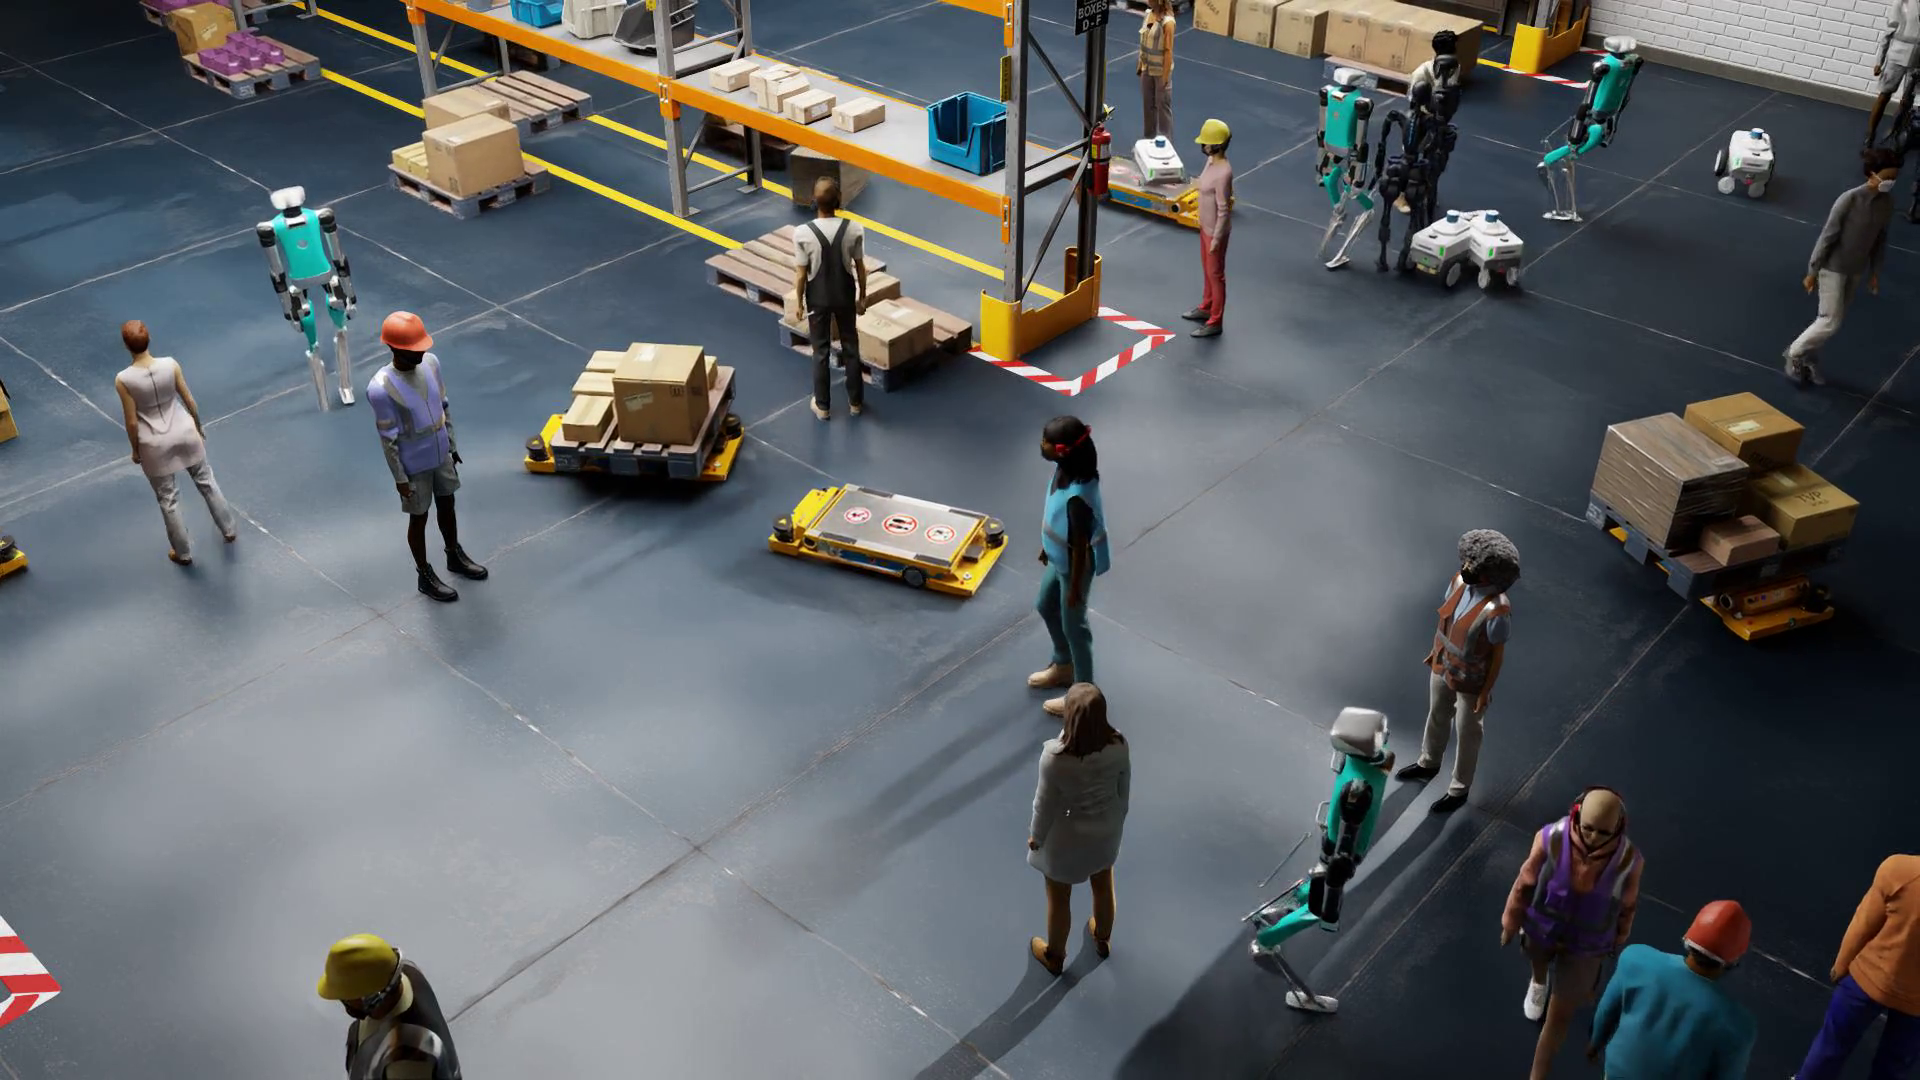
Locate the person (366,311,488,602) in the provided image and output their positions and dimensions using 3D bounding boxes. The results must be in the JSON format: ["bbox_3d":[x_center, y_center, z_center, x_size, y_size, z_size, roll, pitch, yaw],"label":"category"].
[{"bbox_3d":[-3.237,-0.514,10.100,0.375,1.930,0.543,17,38,23],"label":"person"}]

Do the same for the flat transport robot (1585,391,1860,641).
[{"bbox_3d":[4.812,0.109,10.652,0.659,0.231,1.431,-12,36,-17],"label":"flat transport robot"}]

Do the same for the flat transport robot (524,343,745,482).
[{"bbox_3d":[-2.301,-0.691,11.812,1.431,0.231,0.659,4,35,5],"label":"flat transport robot"}]

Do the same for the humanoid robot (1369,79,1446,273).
[{"bbox_3d":[3.749,-3.052,13.995,0.585,1.651,0.324,13,37,19],"label":"humanoid robot"}]

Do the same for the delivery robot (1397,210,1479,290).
[{"bbox_3d":[4.141,-2.499,14.196,0.791,0.614,0.499,-27,43,-34],"label":"delivery robot"}]

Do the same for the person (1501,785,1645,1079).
[{"bbox_3d":[2.602,1.675,7.164,0.508,1.643,0.900,17,38,22],"label":"person"}]

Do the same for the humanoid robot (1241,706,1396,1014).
[{"bbox_3d":[1.482,1.491,7.462,0.735,1.893,0.541,12,36,17],"label":"humanoid robot"}]

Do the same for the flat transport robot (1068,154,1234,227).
[{"bbox_3d":[1.782,-3.278,15.559,1.431,0.231,0.659,24,41,30],"label":"flat transport robot"}]

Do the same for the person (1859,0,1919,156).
[{"bbox_3d":[9.155,-4.635,16.072,0.547,1.925,0.387,13,37,18],"label":"person"}]

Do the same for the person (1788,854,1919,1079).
[{"bbox_3d":[3.824,1.780,6.741,0.526,1.974,0.412,18,38,24],"label":"person"}]

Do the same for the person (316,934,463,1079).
[{"bbox_3d":[-2.083,2.156,6.325,0.403,1.818,0.598,-14,37,-19],"label":"person"}]

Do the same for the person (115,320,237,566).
[{"bbox_3d":[-4.982,-0.623,10.498,0.496,1.651,0.311,-29,44,-35],"label":"person"}]

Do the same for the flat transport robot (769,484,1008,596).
[{"bbox_3d":[-0.465,-0.025,10.847,1.431,0.231,0.659,13,37,18],"label":"flat transport robot"}]

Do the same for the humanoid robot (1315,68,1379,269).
[{"bbox_3d":[3.323,-3.100,14.062,0.658,1.858,0.543,-22,40,-29],"label":"humanoid robot"}]

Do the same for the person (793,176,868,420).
[{"bbox_3d":[-0.918,-1.715,11.911,0.524,1.840,0.337,-8,35,-11],"label":"person"}]

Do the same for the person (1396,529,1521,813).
[{"bbox_3d":[2.592,0.672,8.582,0.307,1.688,0.453,-14,37,-19],"label":"person"}]

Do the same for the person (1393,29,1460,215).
[{"bbox_3d":[4.241,-3.782,15.039,0.534,1.693,0.320,-18,39,-25],"label":"person"}]

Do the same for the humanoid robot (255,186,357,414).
[{"bbox_3d":[-4.697,-1.762,12.081,0.559,1.810,0.690,-17,38,-23],"label":"humanoid robot"}]

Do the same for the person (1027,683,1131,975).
[{"bbox_3d":[0.544,1.324,7.666,0.490,1.659,0.337,-13,37,-18],"label":"person"}]

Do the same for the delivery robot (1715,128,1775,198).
[{"bbox_3d":[7.486,-3.618,15.790,0.522,0.584,0.751,10,36,15],"label":"delivery robot"}]

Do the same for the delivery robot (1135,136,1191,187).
[{"bbox_3d":[1.864,-3.491,15.607,0.499,0.583,0.765,-4,35,-5],"label":"delivery robot"}]

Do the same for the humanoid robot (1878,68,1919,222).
[{"bbox_3d":[8.638,-3.737,14.997,0.602,1.635,0.657,-4,35,-6],"label":"humanoid robot"}]

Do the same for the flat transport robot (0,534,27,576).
[{"bbox_3d":[-6.772,-0.012,10.827,1.431,0.231,0.659,24,41,30],"label":"flat transport robot"}]

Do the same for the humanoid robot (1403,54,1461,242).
[{"bbox_3d":[4.157,-3.426,14.529,0.313,1.648,0.598,10,36,15],"label":"humanoid robot"}]

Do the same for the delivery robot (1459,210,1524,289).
[{"bbox_3d":[4.493,-2.529,14.229,0.499,0.602,0.806,-8,35,-11],"label":"delivery robot"}]

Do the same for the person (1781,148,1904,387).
[{"bbox_3d":[6.520,-1.997,12.285,0.509,1.881,0.473,-11,36,-16],"label":"person"}]

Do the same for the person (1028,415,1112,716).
[{"bbox_3d":[0.614,0.136,9.225,0.419,1.854,0.511,-3,35,-5],"label":"person"}]

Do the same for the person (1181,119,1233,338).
[{"bbox_3d":[1.958,-2.437,13.027,0.332,1.762,0.525,-2,35,-3],"label":"person"}]

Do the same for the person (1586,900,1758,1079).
[{"bbox_3d":[2.697,2.100,6.481,0.583,1.726,0.583,28,43,34],"label":"person"}]

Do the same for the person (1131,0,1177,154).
[{"bbox_3d":[1.873,-4.535,16.061,0.344,1.769,0.460,-17,38,-24],"label":"person"}]

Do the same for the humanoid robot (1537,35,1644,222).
[{"bbox_3d":[5.546,-3.685,14.838,0.530,1.762,0.724,-16,38,-22],"label":"humanoid robot"}]
